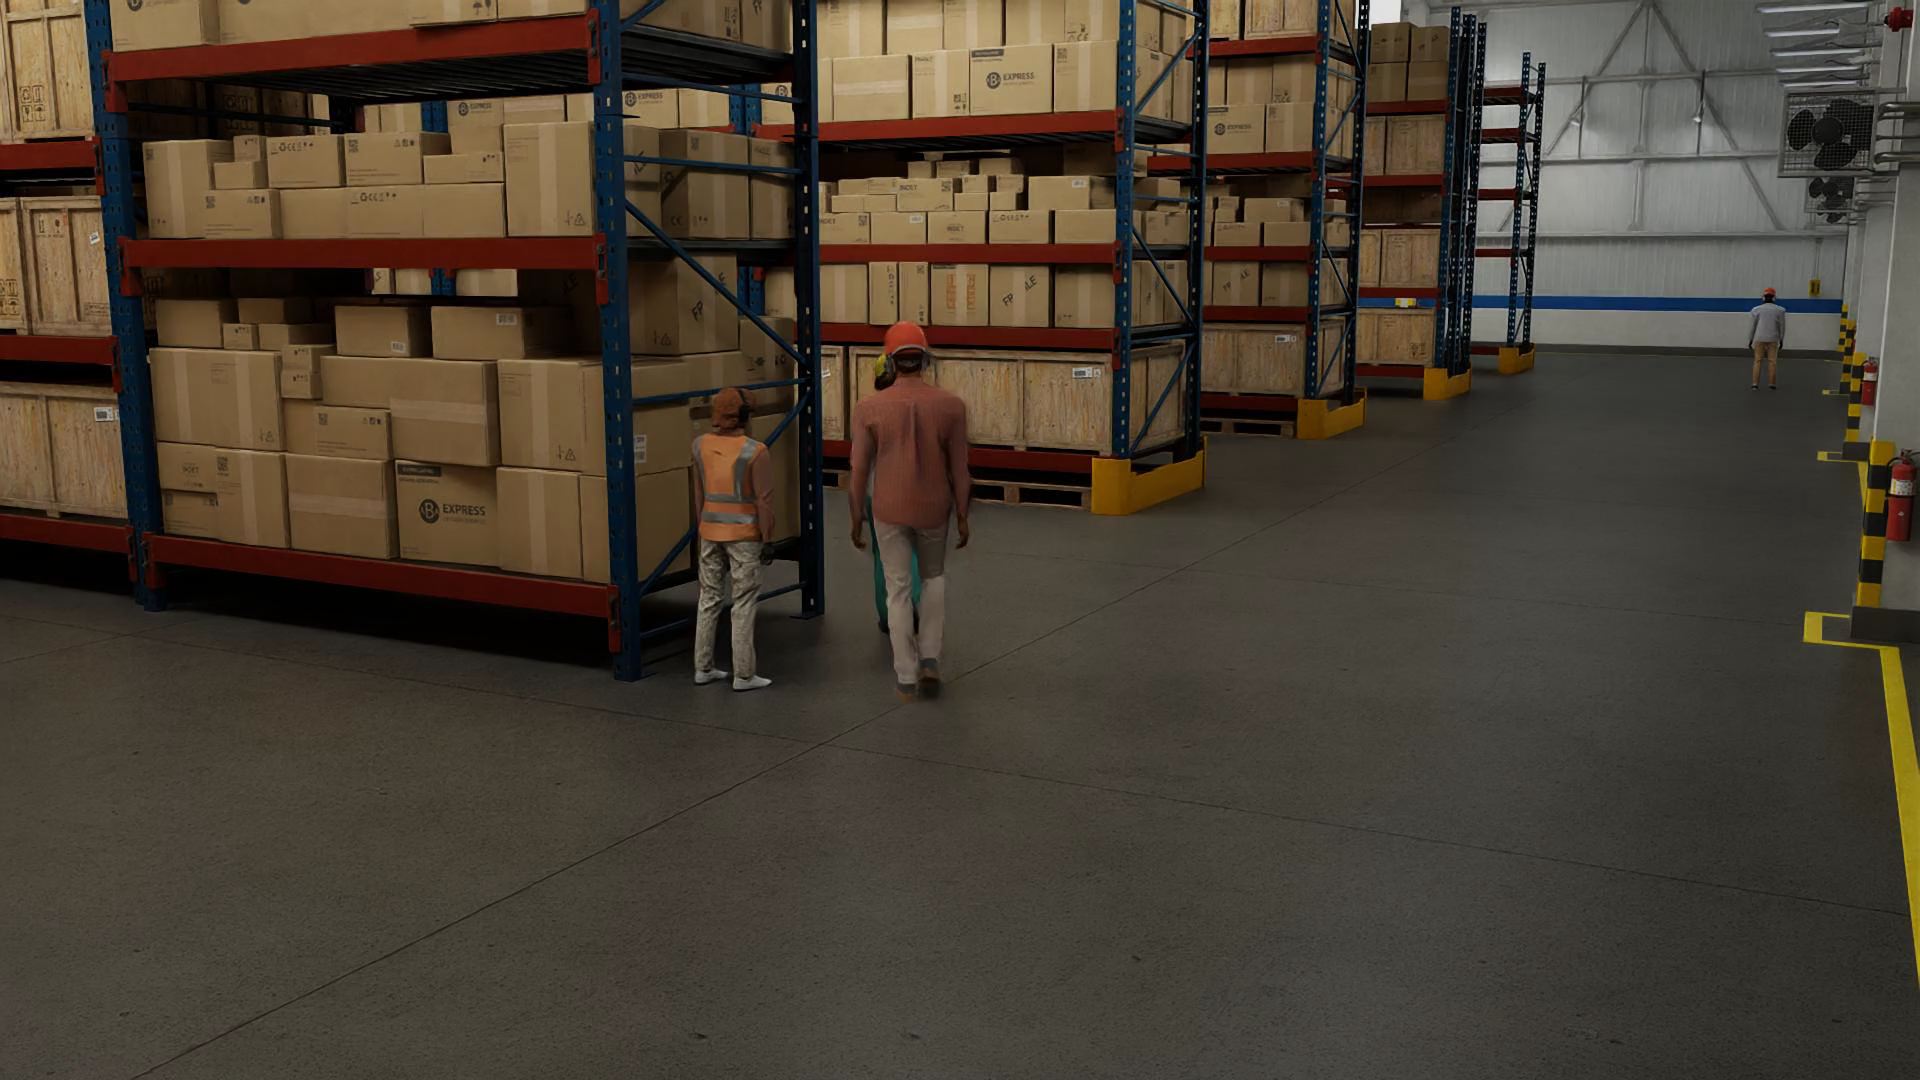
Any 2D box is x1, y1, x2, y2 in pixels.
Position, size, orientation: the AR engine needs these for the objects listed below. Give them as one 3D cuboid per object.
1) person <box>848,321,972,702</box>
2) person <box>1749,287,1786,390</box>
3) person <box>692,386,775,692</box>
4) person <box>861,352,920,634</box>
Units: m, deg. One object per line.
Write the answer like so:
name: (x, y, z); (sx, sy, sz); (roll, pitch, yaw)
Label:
person: (-0.273, -0.150, 8.720); (0.641, 1.974, 0.529); (-1, 10, -8)
person: (13.792, -3.439, 28.438); (0.561, 1.743, 0.336); (5, 11, 25)
person: (-1.213, -0.005, 8.907); (0.516, 1.629, 0.310); (6, 11, 29)
person: (-0.392, -0.268, 10.065); (0.535, 1.746, 0.582); (0, 10, -1)
